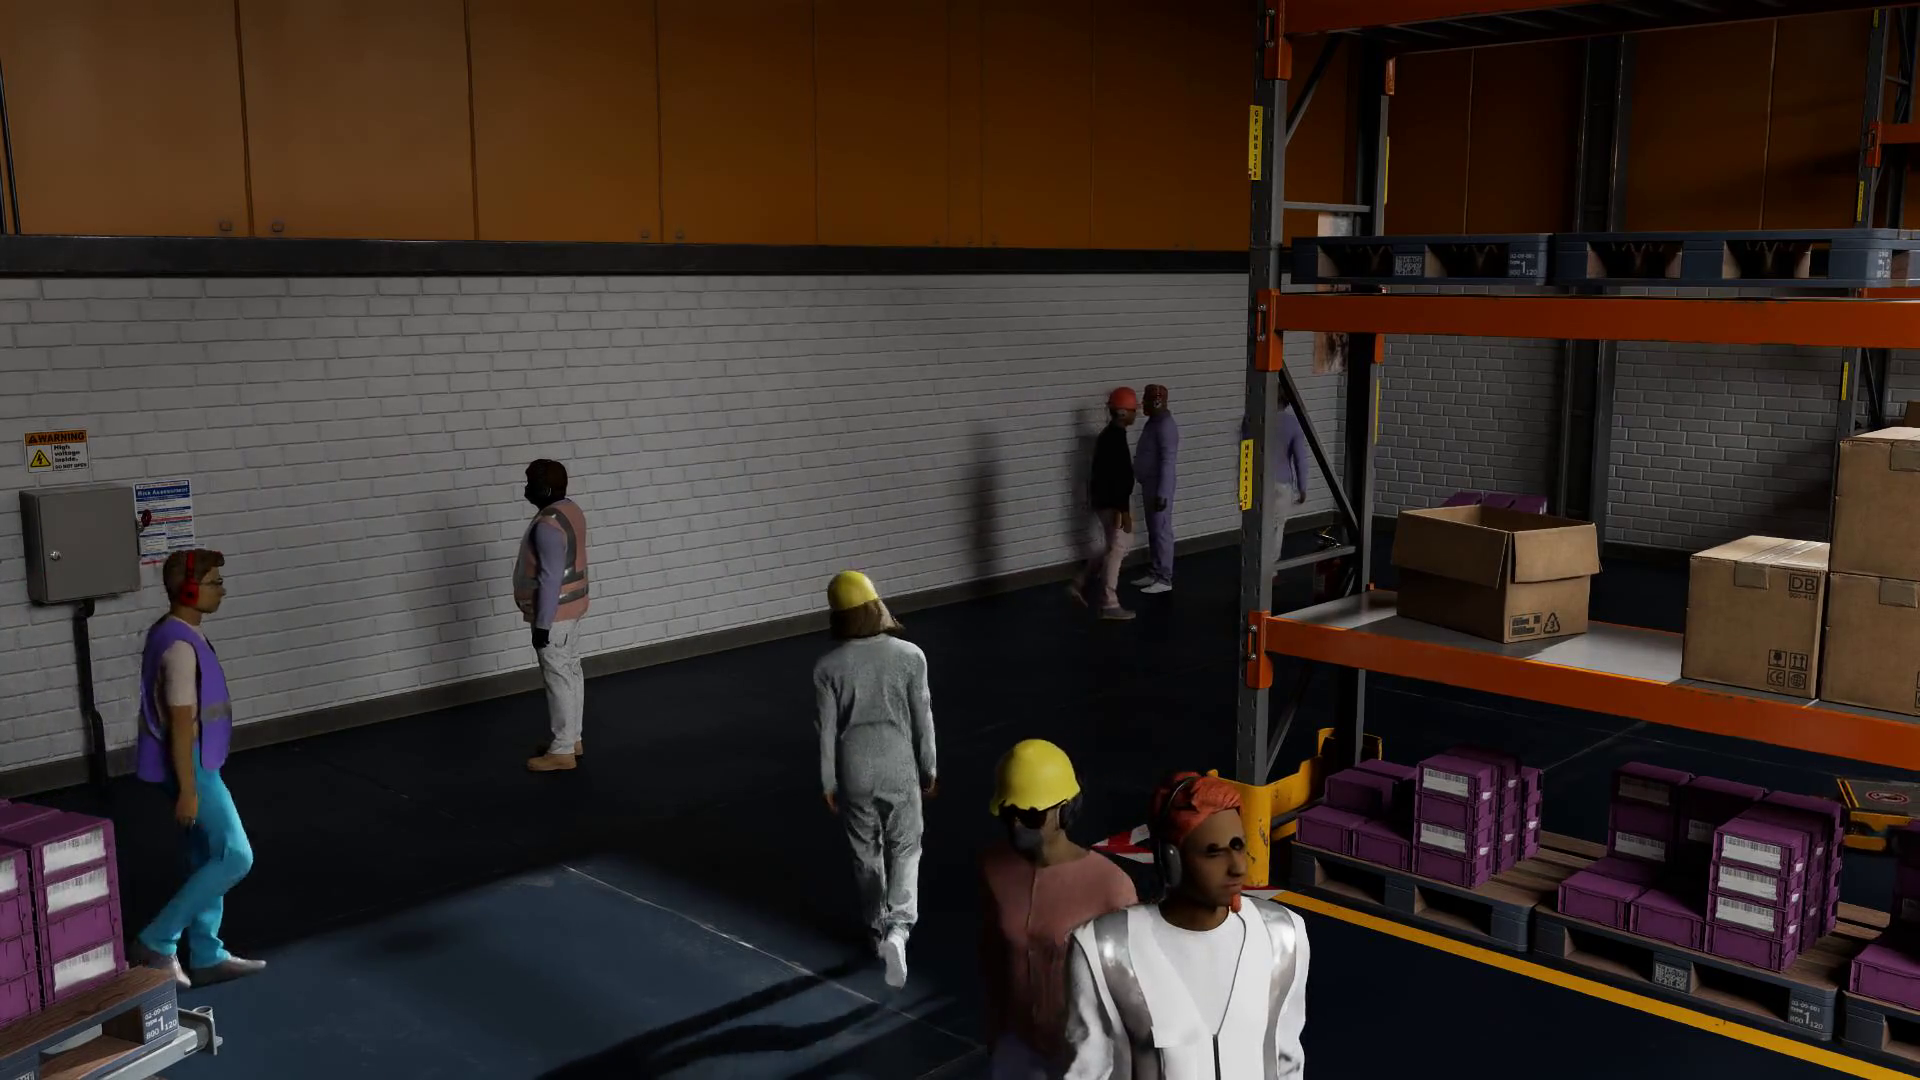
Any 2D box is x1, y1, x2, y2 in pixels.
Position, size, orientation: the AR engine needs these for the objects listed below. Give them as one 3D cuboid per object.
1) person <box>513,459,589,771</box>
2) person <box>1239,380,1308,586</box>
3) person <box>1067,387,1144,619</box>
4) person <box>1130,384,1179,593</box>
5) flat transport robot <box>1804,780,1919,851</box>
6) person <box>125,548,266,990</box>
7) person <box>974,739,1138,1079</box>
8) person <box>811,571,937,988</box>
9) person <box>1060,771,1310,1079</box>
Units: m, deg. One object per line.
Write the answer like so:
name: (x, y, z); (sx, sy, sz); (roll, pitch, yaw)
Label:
person: (-2.418, 0.437, 9.846); (0.429, 1.845, 0.621); (0, 9, -1)
person: (2.929, -0.527, 15.507); (0.652, 1.919, 0.444); (6, 11, 34)
person: (1.268, -0.299, 13.967); (0.535, 1.974, 0.635); (0, 9, 1)
person: (1.774, -0.469, 15.196); (0.402, 1.911, 0.638); (-1, 9, -4)
flat transport robot: (5.136, 1.442, 8.481); (1.431, 0.197, 0.652); (4, 10, 21)
person: (-3.113, 0.942, 6.761); (0.438, 1.826, 0.581); (-4, 10, -25)
person: (0.214, 1.379, 4.394); (0.547, 1.737, 0.760); (6, 11, 32)
person: (-0.351, 0.989, 6.898); (0.532, 1.700, 0.669); (0, 9, -1)
person: (0.496, 1.426, 3.644); (0.584, 1.884, 0.349); (-3, 10, -16)
